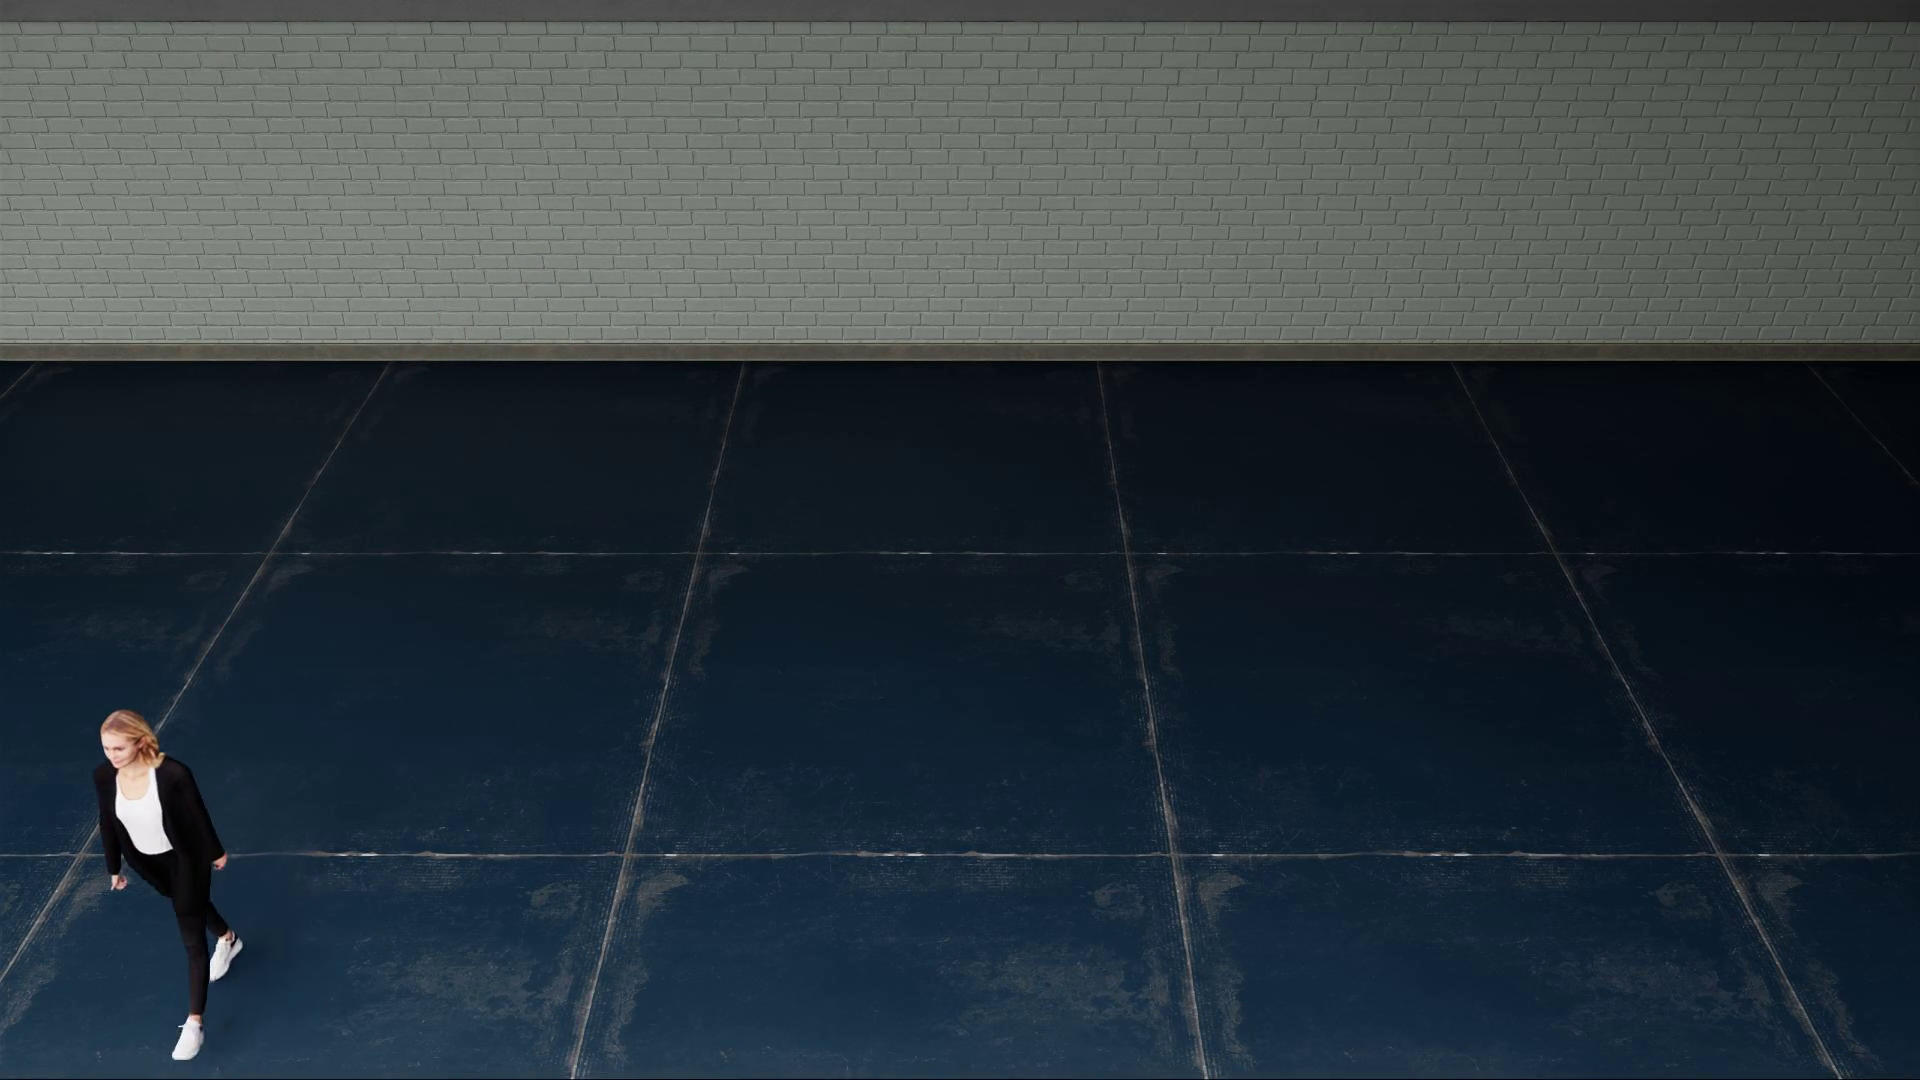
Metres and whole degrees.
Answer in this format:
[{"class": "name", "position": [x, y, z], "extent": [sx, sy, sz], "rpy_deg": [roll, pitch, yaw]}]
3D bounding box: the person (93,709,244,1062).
[{"class": "person", "position": [-3.693, 1.468, 7.899], "extent": [0.690, 1.765, 1.106], "rpy_deg": [2, 33, 4]}]
